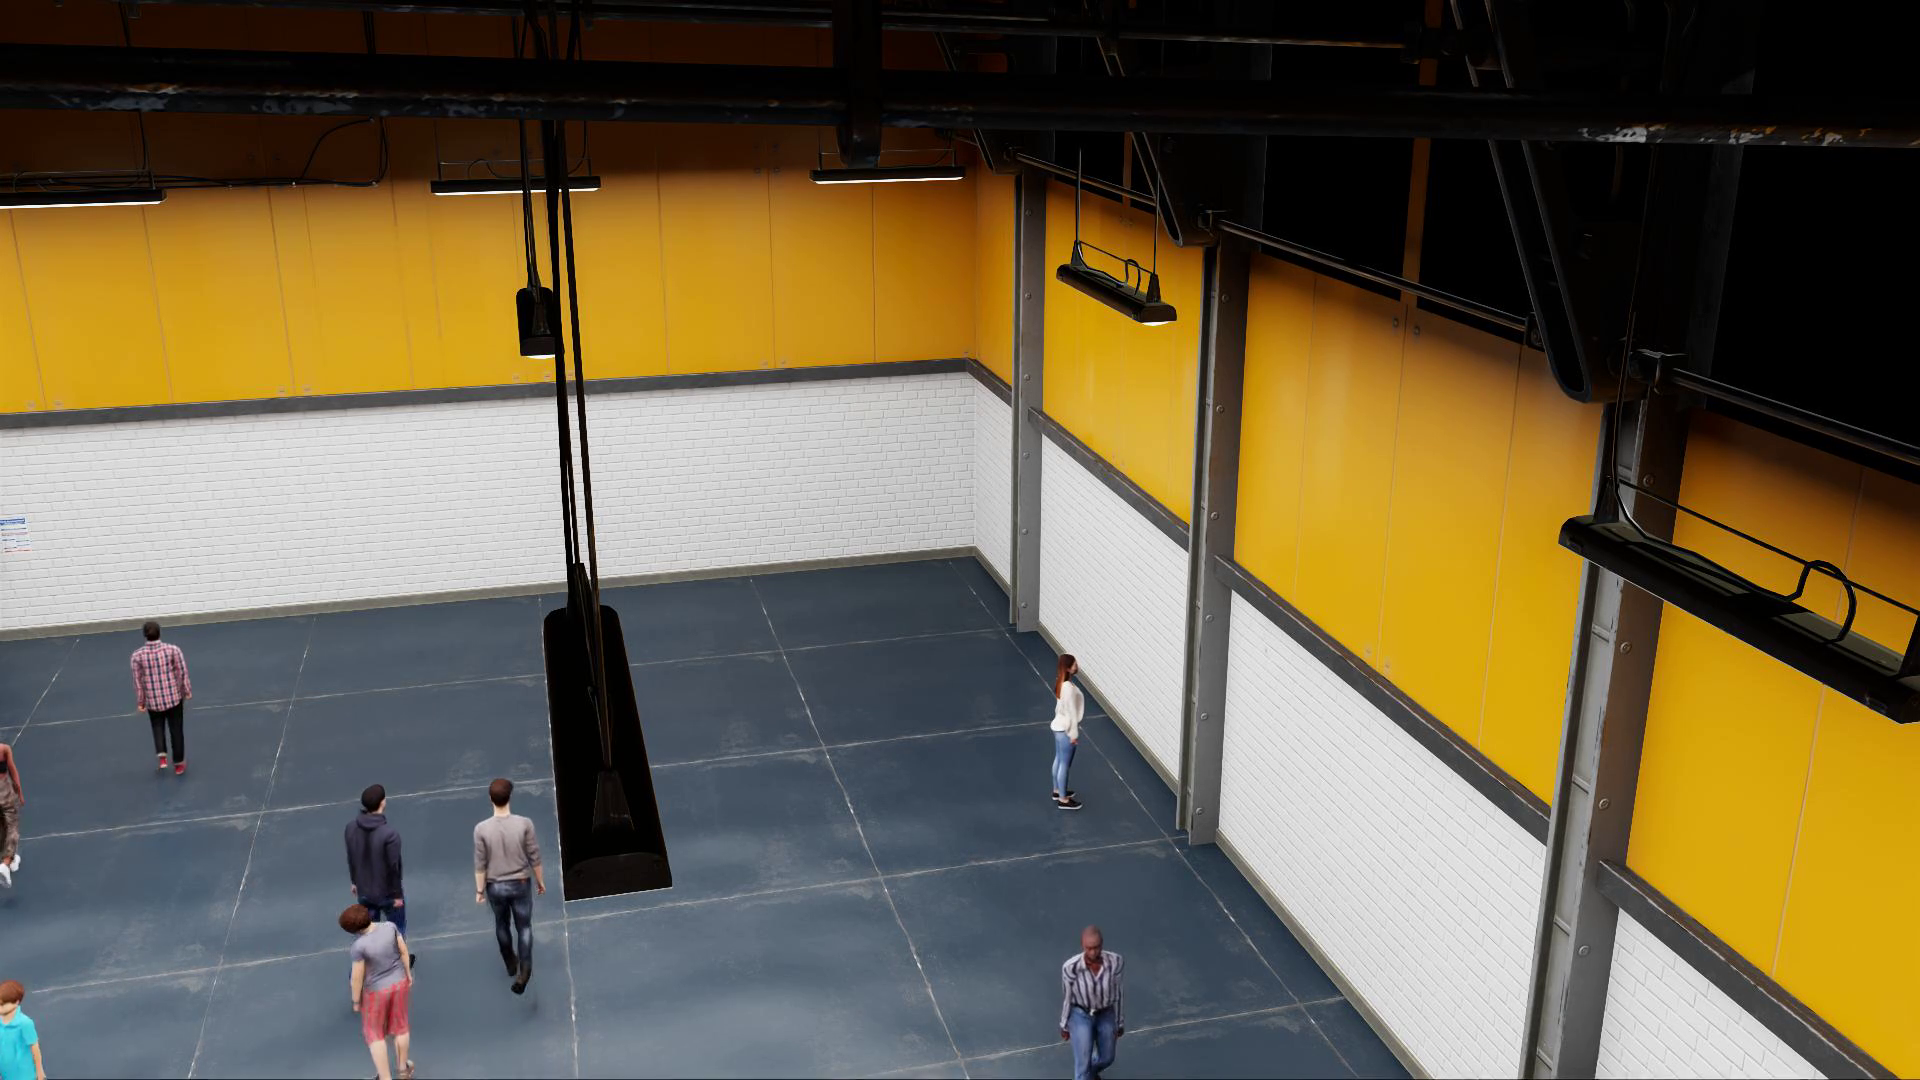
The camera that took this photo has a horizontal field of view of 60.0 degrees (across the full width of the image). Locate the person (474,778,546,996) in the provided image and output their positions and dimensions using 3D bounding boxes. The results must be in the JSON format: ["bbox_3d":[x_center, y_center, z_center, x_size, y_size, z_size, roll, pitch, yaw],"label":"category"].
[{"bbox_3d":[-3.836,2.993,14.141,0.743,1.873,1.091,-6,19,-17],"label":"person"}]

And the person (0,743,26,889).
[{"bbox_3d":[-9.181,2.520,15.861,0.585,1.672,1.043,-6,20,-18],"label":"person"}]

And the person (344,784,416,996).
[{"bbox_3d":[-4.983,3.011,14.105,1.006,1.861,1.189,6,20,18],"label":"person"}]

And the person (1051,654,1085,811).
[{"bbox_3d":[1.107,1.986,17.415,0.696,1.691,0.517,-3,19,-8],"label":"person"}]

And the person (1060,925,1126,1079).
[{"bbox_3d":[0.977,3.598,12.518,0.696,1.762,0.878,-4,19,-12],"label":"person"}]

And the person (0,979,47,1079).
[{"bbox_3d":[-6.888,3.856,12.265,0.822,1.435,0.950,6,20,18],"label":"person"}]

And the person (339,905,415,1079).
[{"bbox_3d":[-4.465,3.512,12.990,0.772,1.623,0.753,-10,21,-26],"label":"person"}]

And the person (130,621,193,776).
[{"bbox_3d":[-8.648,1.739,18.059,0.703,1.749,0.630,-6,20,-18],"label":"person"}]
